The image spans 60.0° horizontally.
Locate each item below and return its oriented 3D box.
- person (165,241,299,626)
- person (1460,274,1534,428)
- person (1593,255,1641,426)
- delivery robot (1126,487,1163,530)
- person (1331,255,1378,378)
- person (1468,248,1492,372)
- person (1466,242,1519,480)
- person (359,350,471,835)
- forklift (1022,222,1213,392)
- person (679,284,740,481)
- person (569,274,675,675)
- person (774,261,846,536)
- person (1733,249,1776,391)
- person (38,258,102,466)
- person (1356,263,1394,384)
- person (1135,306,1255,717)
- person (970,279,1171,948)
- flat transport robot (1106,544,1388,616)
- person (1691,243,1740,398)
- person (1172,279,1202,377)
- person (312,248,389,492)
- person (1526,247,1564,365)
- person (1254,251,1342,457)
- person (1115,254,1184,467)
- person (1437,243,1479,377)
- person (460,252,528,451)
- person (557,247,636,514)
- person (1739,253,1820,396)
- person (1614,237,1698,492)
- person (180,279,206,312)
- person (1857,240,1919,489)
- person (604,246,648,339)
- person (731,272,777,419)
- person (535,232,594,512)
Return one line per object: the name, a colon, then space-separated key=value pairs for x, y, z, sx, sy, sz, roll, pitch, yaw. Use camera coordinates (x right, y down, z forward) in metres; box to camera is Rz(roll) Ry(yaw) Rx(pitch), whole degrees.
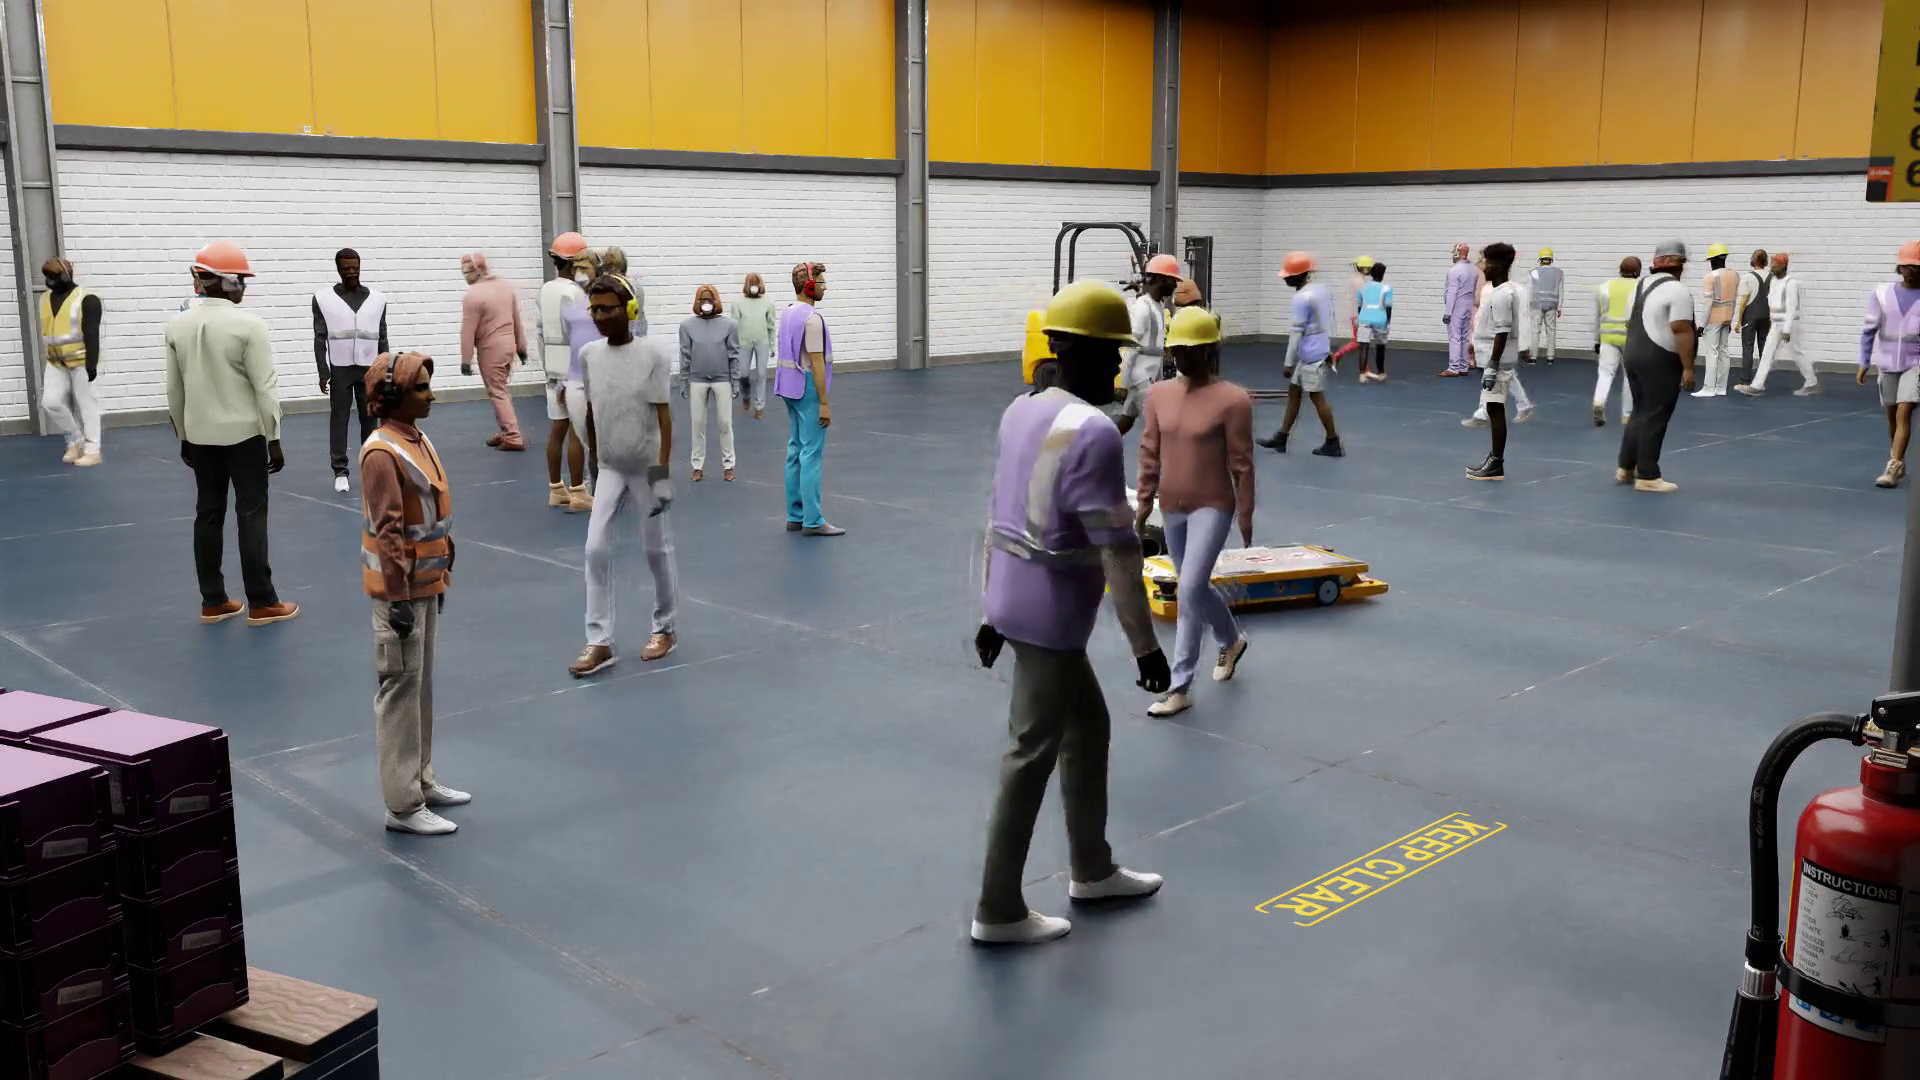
person: x=-3.796 y=-0.548 z=8.663 sx=0.621 sy=1.990 sz=0.395 roll=3 pitch=11 yaw=14
person: x=5.797 y=-2.117 z=17.694 sx=1.042 sy=1.841 sz=0.563 roll=-5 pitch=11 yaw=-24
person: x=7.024 y=-2.110 z=17.675 sx=0.620 sy=1.819 sz=0.811 roll=6 pitch=12 yaw=31
delivery robot: x=0.938 y=-0.168 z=10.259 sx=0.707 sy=0.478 sz=0.477 roll=1 pitch=11 yaw=8
person: x=5.645 y=-3.173 z=23.648 sx=0.652 sy=1.746 sz=0.532 roll=5 pitch=12 yaw=27
person: x=7.804 y=-3.444 z=24.885 sx=0.649 sy=1.852 sz=1.034 roll=-1 pitch=10 yaw=-7
person: x=4.440 y=-1.479 z=13.811 sx=0.366 sy=1.967 sz=0.606 roll=3 pitch=11 yaw=18
person: x=-1.879 y=0.176 z=5.676 sx=0.306 sy=1.640 sz=0.521 roll=-1 pitch=10 yaw=-6
forklift: x=1.935 y=-2.847 z=20.651 sx=2.313 sy=2.155 sz=1.214 roll=2 pitch=11 yaw=13
person: x=-2.057 y=-1.289 z=13.706 sx=0.502 sy=1.627 sz=0.276 roll=-1 pitch=10 yaw=-3
person: x=-1.559 y=-0.295 z=7.704 sx=0.519 sy=1.834 sz=0.826 roll=3 pitch=11 yaw=14
person: x=-1.042 y=-0.944 z=11.233 sx=0.389 sy=1.843 sz=0.566 roll=-6 pitch=12 yaw=-28
person: x=10.341 y=-2.846 z=21.601 sx=0.513 sy=1.842 sz=0.325 roll=-1 pitch=10 yaw=-3
person: x=-7.785 y=-1.551 z=14.590 sx=0.633 sy=1.823 sz=0.451 roll=2 pitch=11 yaw=11
person: x=5.652 y=-2.953 z=22.731 sx=0.527 sy=1.643 sz=0.843 roll=5 pitch=12 yaw=26
person: x=1.063 y=-0.157 z=7.240 sx=0.527 sy=1.732 sz=0.863 roll=10 pitch=14 yaw=43
person: x=0.360 y=0.218 z=4.752 sx=0.799 sy=1.891 sz=0.605 roll=-3 pitch=11 yaw=-16
flat transport robot: x=1.595 y=0.207 z=9.243 sx=1.431 sy=0.197 sz=0.652 roll=-4 pitch=11 yaw=-23
person: x=9.458 y=-2.741 z=20.825 sx=0.585 sy=1.918 sz=0.378 roll=-6 pitch=12 yaw=-29
person: x=2.023 y=-1.527 z=14.983 sx=0.280 sy=1.632 sz=0.505 roll=2 pitch=11 yaw=11
person: x=-4.841 y=-1.358 z=13.280 sx=0.589 sy=1.920 sz=0.392 roll=-8 pitch=13 yaw=-36
person: x=9.128 y=-3.654 z=26.031 sx=0.589 sy=1.834 sz=0.403 roll=1 pitch=10 yaw=5
person: x=3.123 y=-1.699 z=15.264 sx=0.884 sy=1.870 sz=0.627 roll=4 pitch=11 yaw=21
person: x=1.390 y=-1.265 z=12.904 sx=1.020 sy=1.878 sz=0.590 roll=3 pitch=11 yaw=17
person: x=7.124 y=-3.286 z=23.831 sx=0.643 sy=1.909 sz=0.410 roll=-10 pitch=14 yaw=-43
person: x=-4.394 y=-1.745 z=15.547 sx=0.588 sy=1.861 sz=0.720 roll=3 pitch=11 yaw=17
person: x=-2.648 y=-1.147 z=12.076 sx=0.635 sy=1.937 sz=0.352 roll=3 pitch=11 yaw=15
person: x=10.382 y=-2.685 z=20.853 sx=1.056 sy=1.812 sz=0.582 roll=-1 pitch=10 yaw=-7
person: x=5.603 y=-1.411 z=13.238 sx=0.534 sy=2.000 sz=0.832 roll=-1 pitch=10 yaw=-6
person: x=-7.822 y=-1.964 z=17.346 sx=0.518 sy=1.640 sz=0.307 roll=-3 pitch=11 yaw=-16
person: x=7.723 y=-1.447 z=13.591 sx=0.607 sy=1.996 sz=1.050 roll=10 pitch=14 yaw=43
person: x=-3.078 y=-1.657 z=14.895 sx=0.650 sy=1.926 sz=0.502 roll=5 pitch=12 yaw=26
person: x=-2.287 y=-2.166 z=18.474 sx=0.514 sy=1.621 sz=0.434 roll=-2 pitch=11 yaw=-9
person: x=-2.850 y=-1.230 z=12.244 sx=0.611 sy=2.042 sz=0.394 roll=10 pitch=14 yaw=44
